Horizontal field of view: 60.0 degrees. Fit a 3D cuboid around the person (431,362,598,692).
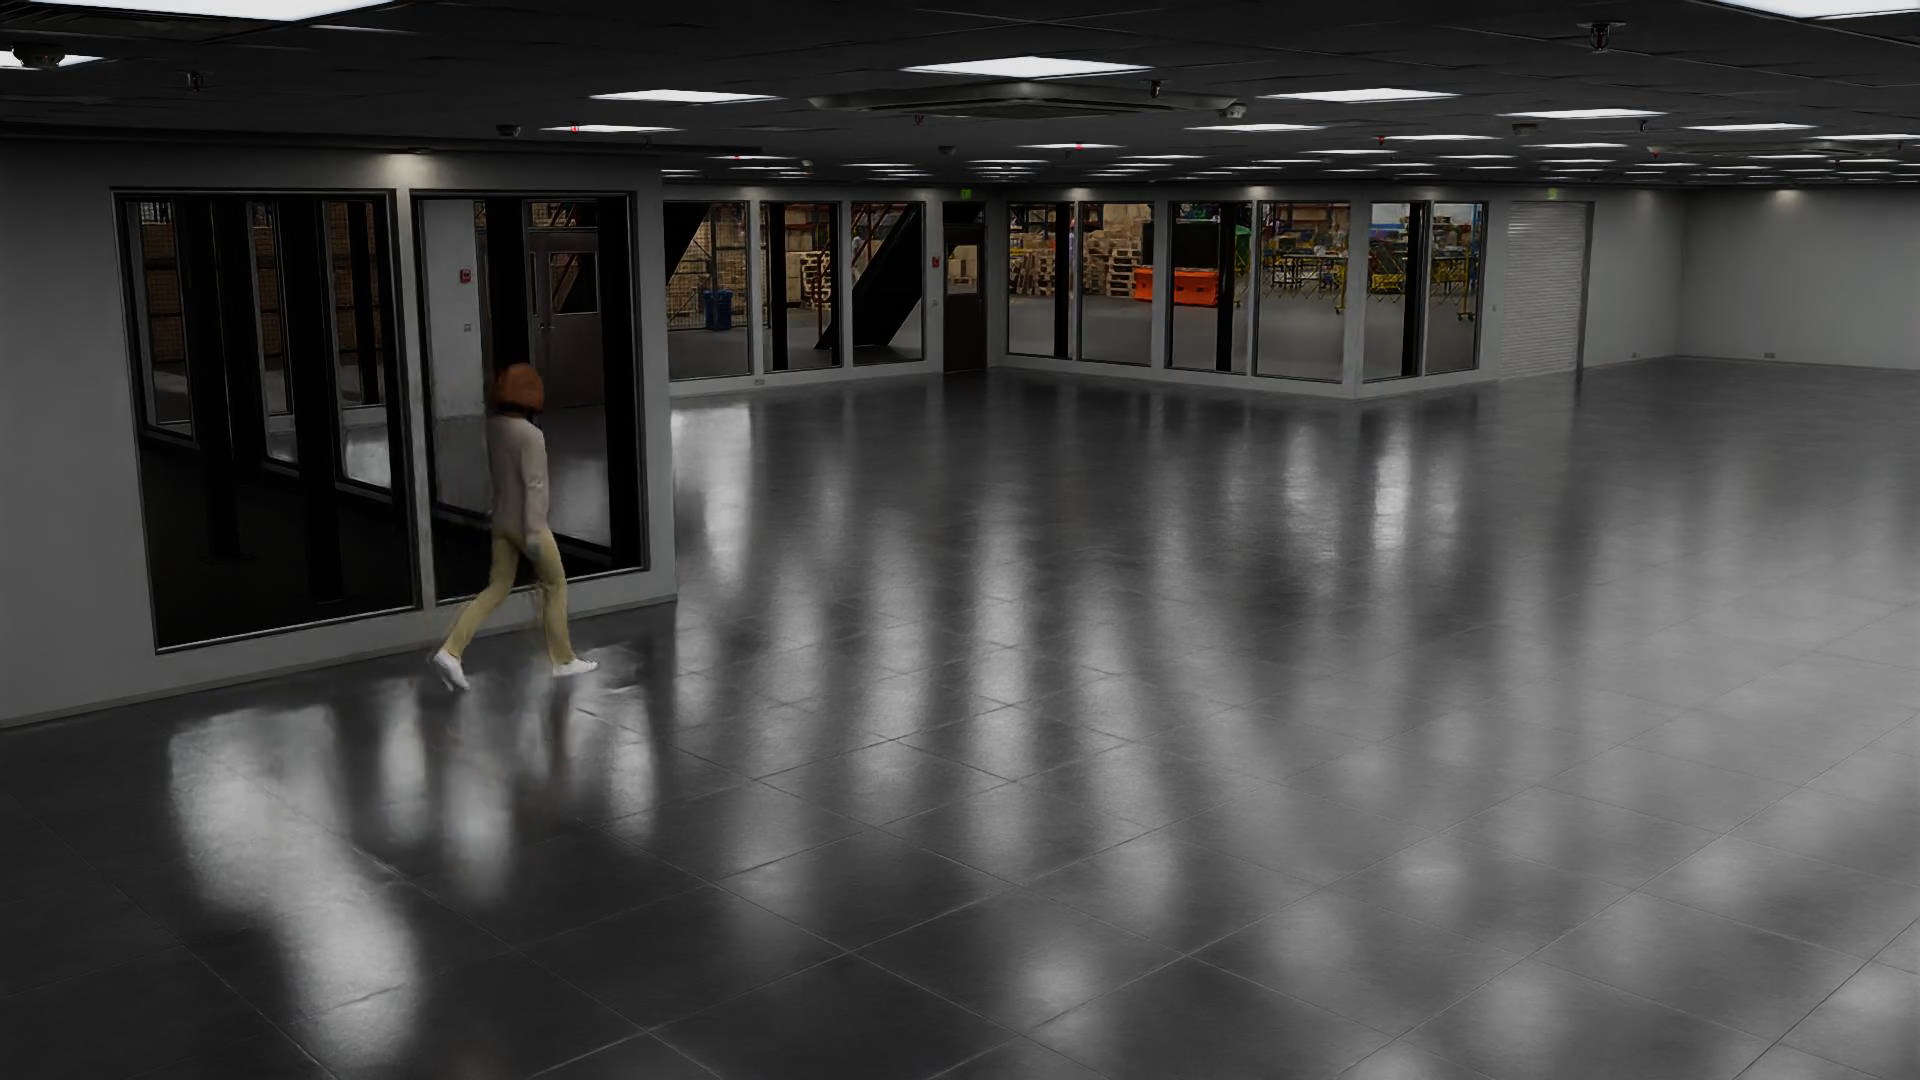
[{"bbox_3d":[-2.193,-0.064,8.073,0.801,1.601,0.505,-11,16,-43],"label":"person"}]
